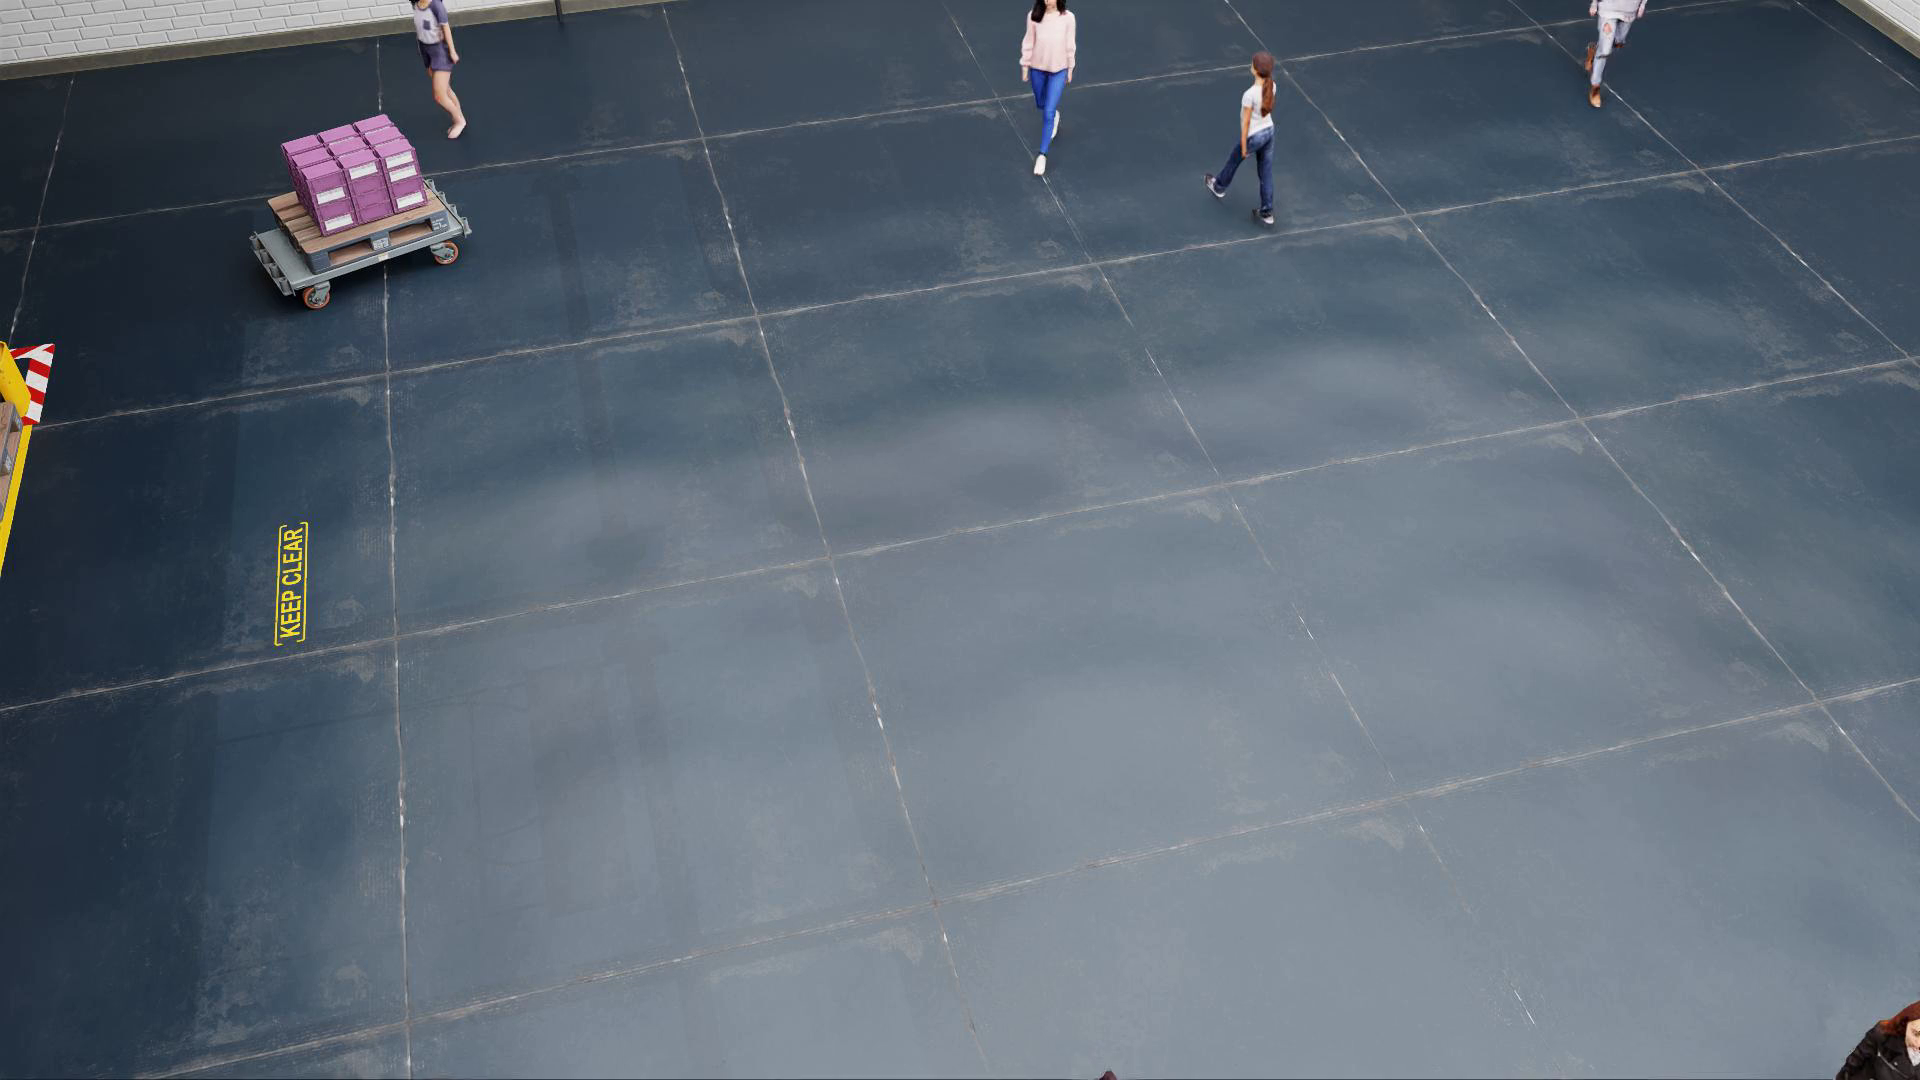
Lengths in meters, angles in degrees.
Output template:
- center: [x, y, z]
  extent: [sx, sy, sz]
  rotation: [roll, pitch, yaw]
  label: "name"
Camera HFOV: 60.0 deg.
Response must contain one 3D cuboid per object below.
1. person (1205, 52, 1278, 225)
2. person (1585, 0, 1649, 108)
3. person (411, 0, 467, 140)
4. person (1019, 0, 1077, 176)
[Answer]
- center: [2.634, -3.481, 14.510]
  extent: [0.727, 1.517, 1.106]
  rotation: [-22, 48, -21]
  label: "person"
- center: [6.343, -5.184, 16.080]
  extent: [0.873, 1.818, 1.138]
  rotation: [1, 44, 1]
  label: "person"
- center: [-4.820, -4.568, 15.564]
  extent: [0.694, 1.636, 0.783]
  rotation: [32, 52, 29]
  label: "person"
- center: [0.827, -4.309, 15.221]
  extent: [1.053, 1.735, 1.251]
  rotation: [12, 45, 12]
  label: "person"
